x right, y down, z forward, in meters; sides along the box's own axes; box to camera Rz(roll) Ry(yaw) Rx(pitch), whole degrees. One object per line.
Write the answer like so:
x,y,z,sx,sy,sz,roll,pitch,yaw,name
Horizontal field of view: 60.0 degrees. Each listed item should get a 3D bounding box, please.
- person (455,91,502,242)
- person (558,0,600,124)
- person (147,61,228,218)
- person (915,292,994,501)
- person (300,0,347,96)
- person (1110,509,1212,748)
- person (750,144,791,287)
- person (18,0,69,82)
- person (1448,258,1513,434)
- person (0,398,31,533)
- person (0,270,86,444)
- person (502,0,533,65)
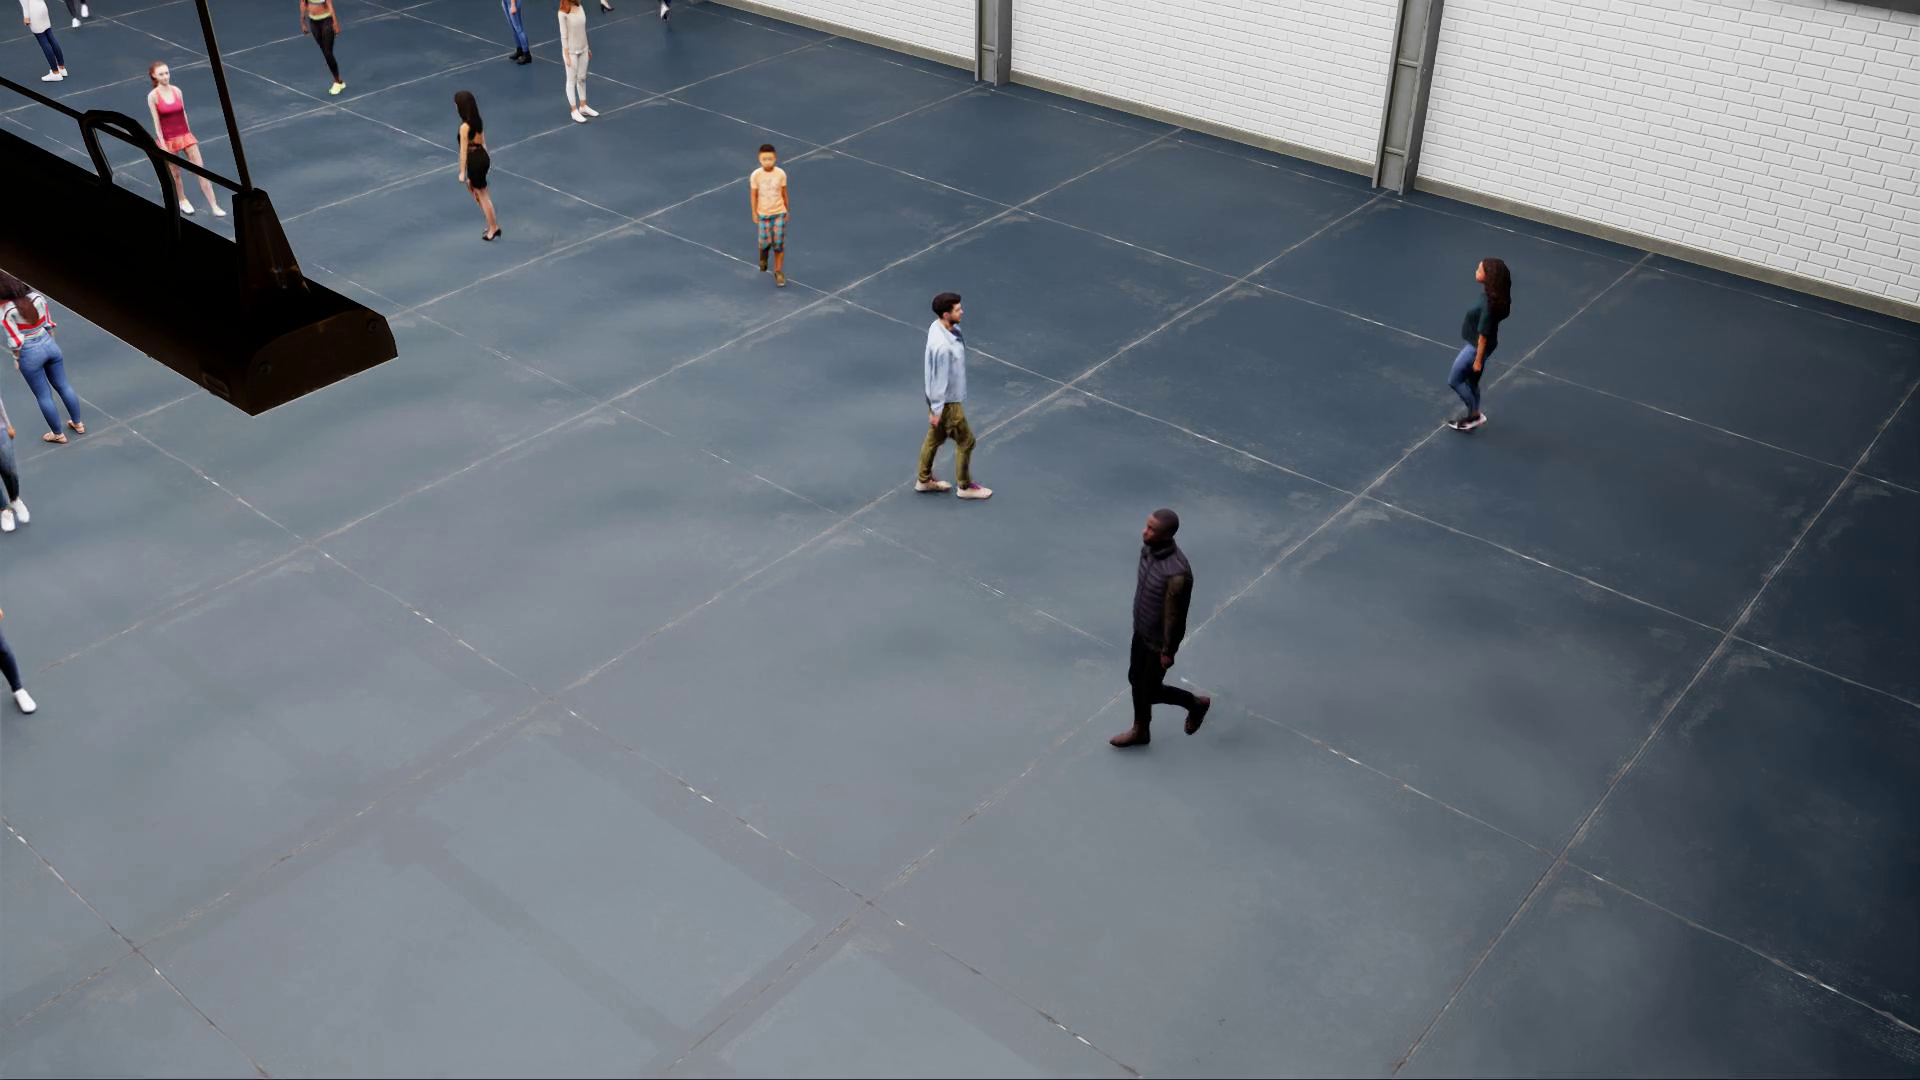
-5.026,-3.932,17.604,0.701,1.640,0.662,4,34,6,person
-4.831,-6.137,20.859,0.582,1.709,0.615,19,38,26,person
-8.622,-4.379,18.207,0.621,1.718,1.032,-28,43,-35,person
-0.209,-1.127,13.248,1.047,1.790,0.978,-1,34,-1,person
-8.286,-6.750,21.752,0.706,1.742,0.782,9,35,13,person
1.332,0.594,10.632,1.017,1.822,0.998,-11,35,-16,person
-1.919,-3.324,16.862,0.727,1.449,0.821,-9,35,-13,person
-12.296,-7.025,22.136,0.735,1.775,0.703,1,34,2,person
4.490,-1.614,14.148,0.692,1.606,0.668,14,36,20,person
-7.635,-0.876,12.932,0.702,1.723,0.694,-19,38,-26,person
-7.818,-1.588,14.102,0.577,1.614,0.626,17,37,23,person
-6.138,-7.368,22.784,0.714,1.629,0.556,-20,38,-27,person
